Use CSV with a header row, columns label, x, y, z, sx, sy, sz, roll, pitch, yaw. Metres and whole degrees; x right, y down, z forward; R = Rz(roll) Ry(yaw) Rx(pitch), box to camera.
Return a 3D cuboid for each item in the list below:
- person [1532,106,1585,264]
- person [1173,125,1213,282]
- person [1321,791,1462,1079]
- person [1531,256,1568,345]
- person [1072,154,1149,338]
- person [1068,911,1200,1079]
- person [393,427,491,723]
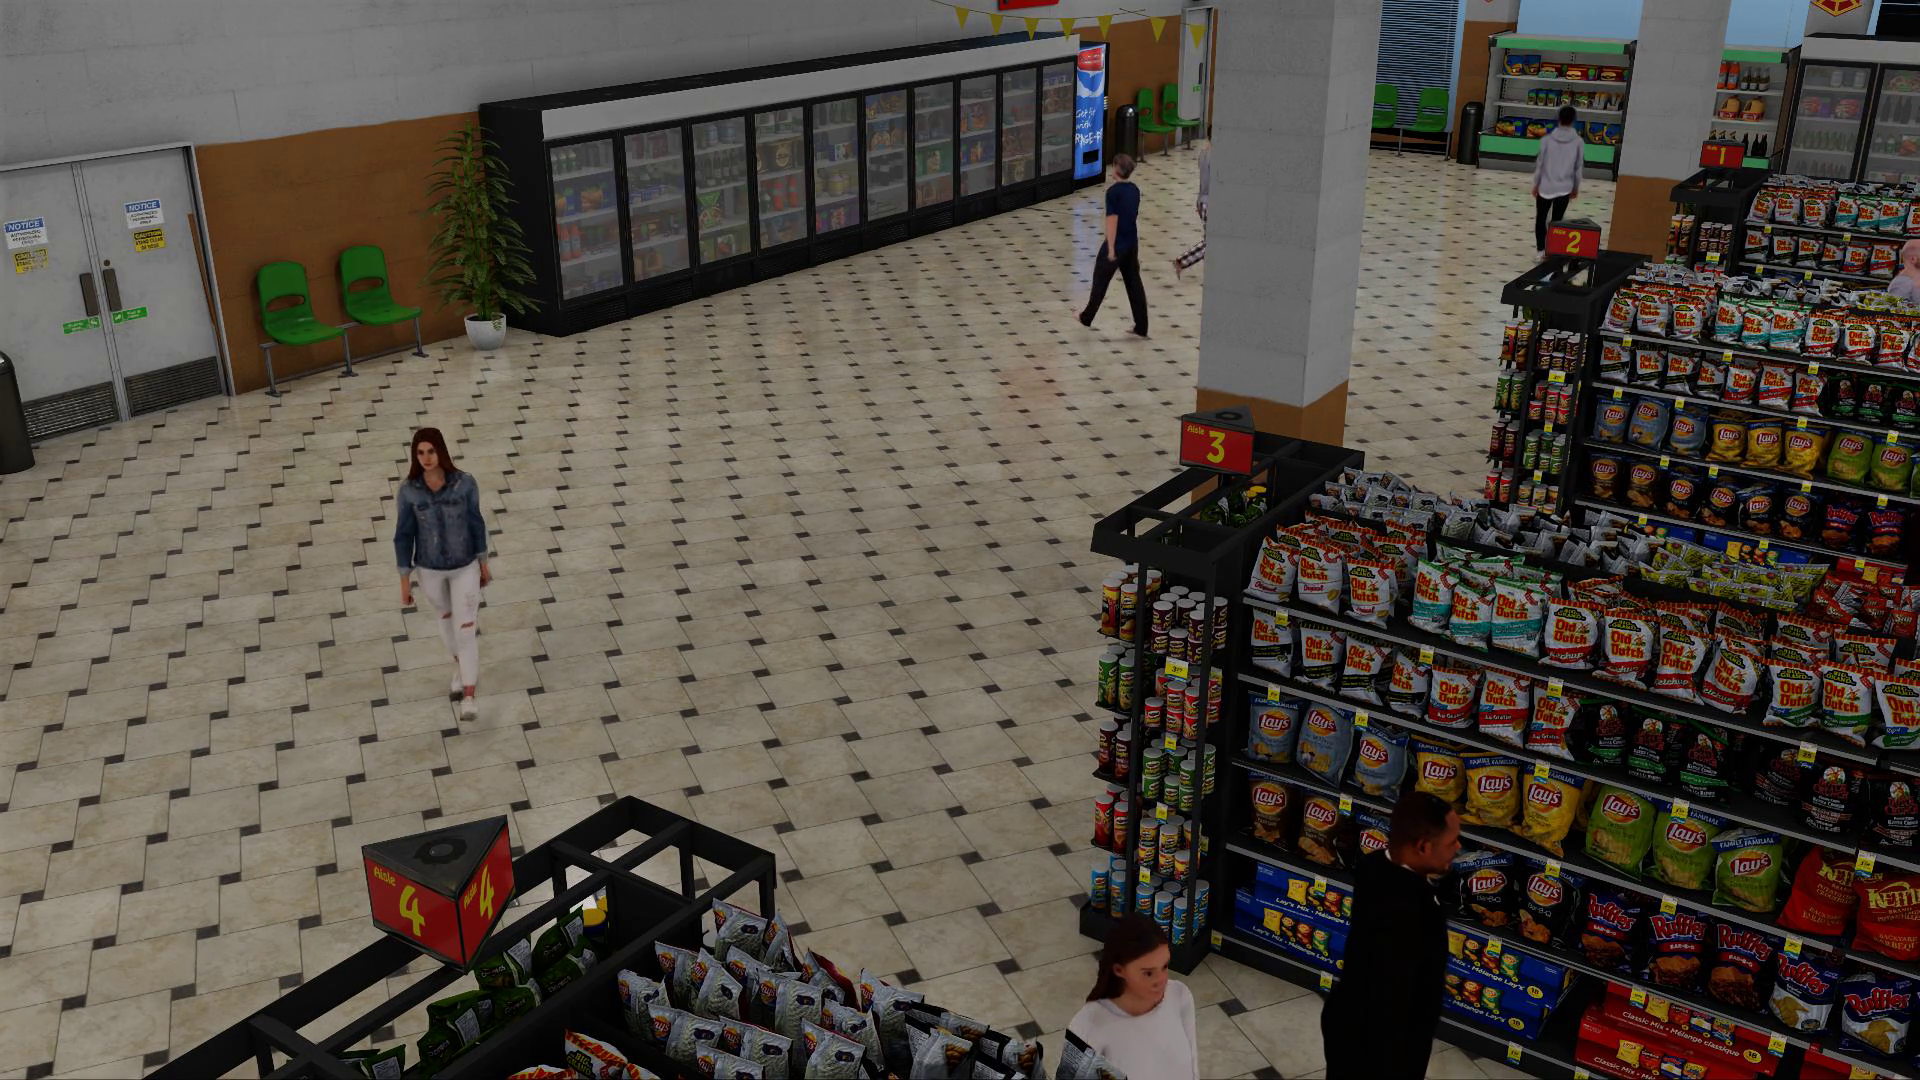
label,x,y,z,sx,sy,sz,roll,pitch,yaw
person,7.136,-4.197,19.892,0.709,1.915,0.854,6,23,14
person,2.804,-3.820,19.081,1.052,1.822,1.059,-7,23,-17
person,1.327,1.654,5.355,0.770,1.898,0.768,4,22,9
person,5.600,-2.175,15.741,0.840,1.258,0.816,-7,23,-17
person,1.706,-2.937,16.883,0.852,1.821,1.215,-19,29,-39
person,0.485,1.843,5.202,0.847,1.660,1.139,-14,26,-31
person,-2.896,0.153,9.407,1.075,1.663,1.144,-4,22,-10
